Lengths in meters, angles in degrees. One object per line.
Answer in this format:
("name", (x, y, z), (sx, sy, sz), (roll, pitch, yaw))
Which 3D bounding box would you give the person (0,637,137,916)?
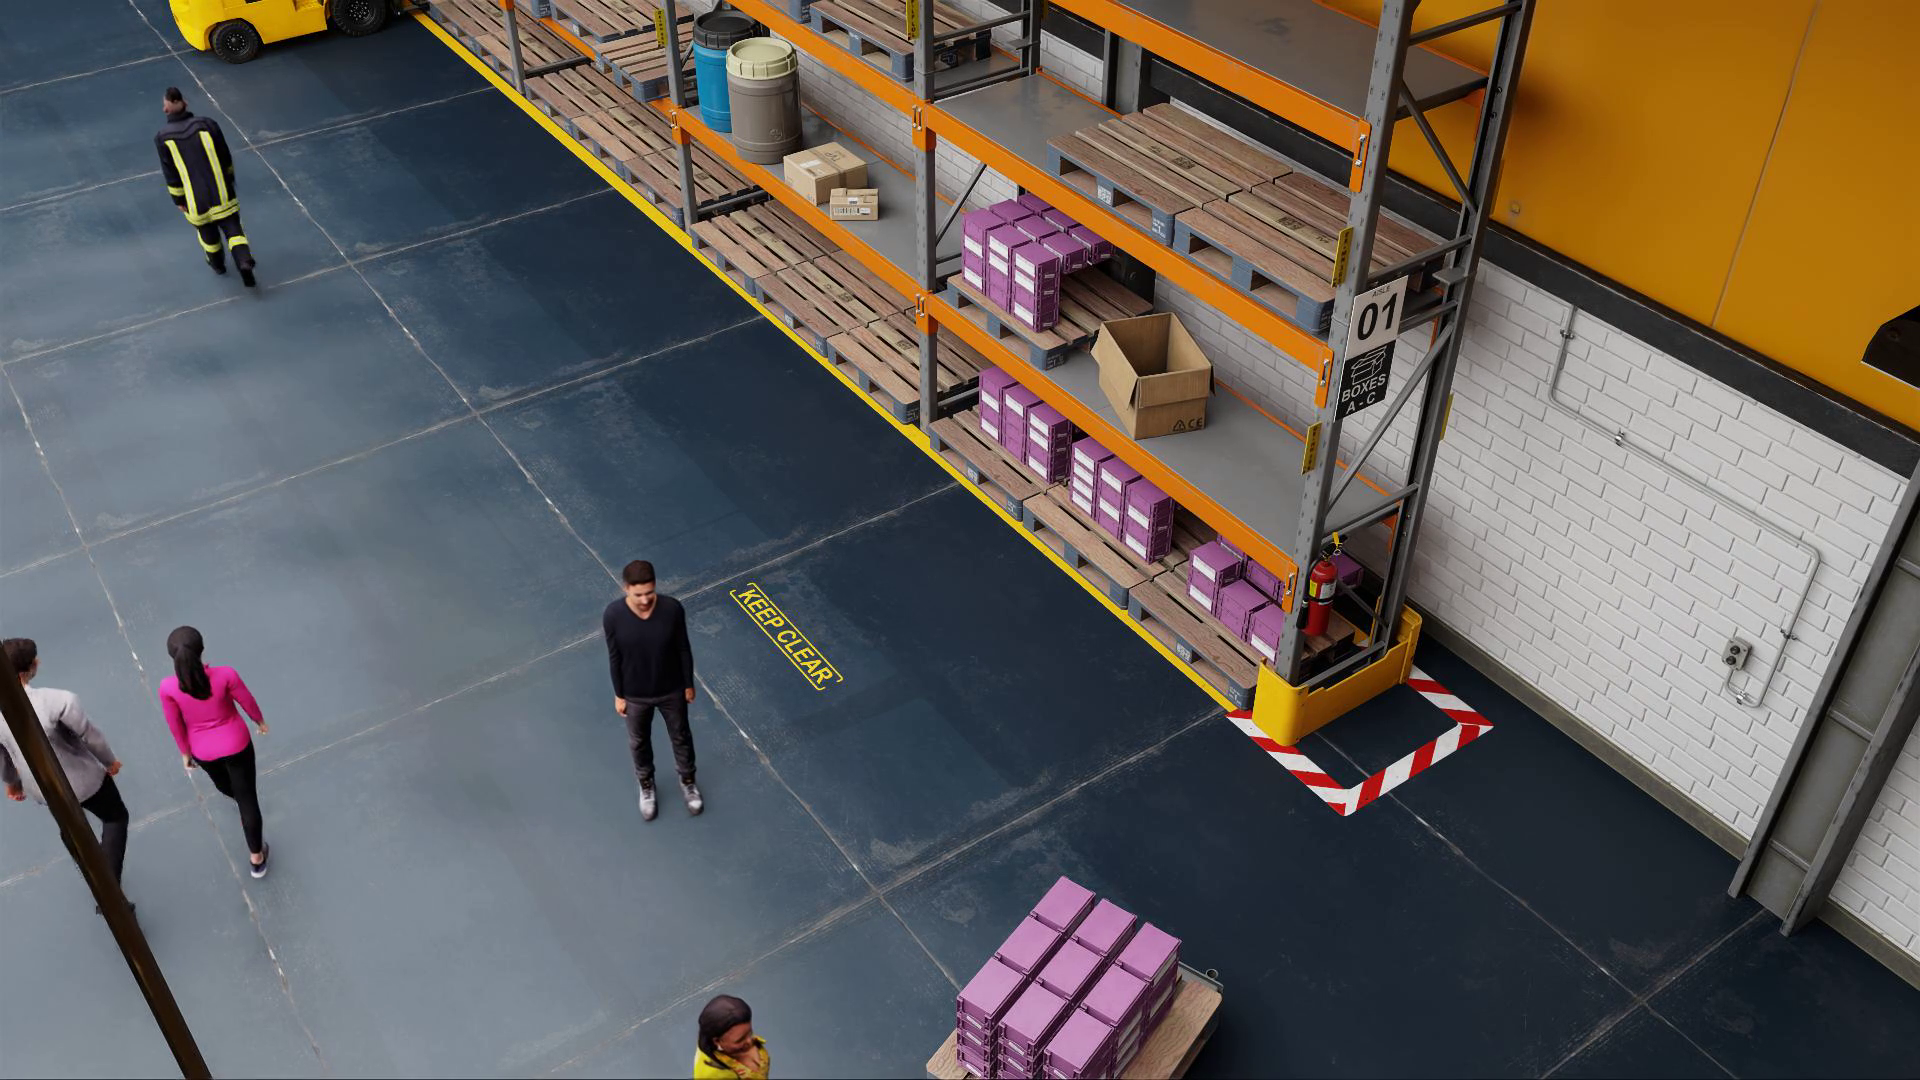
("person", (-4.842, 1.307, 8.994), (0.986, 1.925, 1.077), (-9, 40, -12))

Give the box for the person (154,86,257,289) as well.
("person", (-6.579, -3.061, 14.539), (0.797, 1.831, 1.047), (-20, 43, -23))

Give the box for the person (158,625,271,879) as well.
("person", (-4.130, 1.225, 9.301), (0.812, 1.671, 1.099), (-11, 40, -13))

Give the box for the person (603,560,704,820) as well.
("person", (-1.778, 0.840, 9.625), (0.706, 1.867, 0.690), (-8, 39, -10))

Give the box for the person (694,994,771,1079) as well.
("person", (-1.028, 2.631, 7.551), (1.059, 1.657, 0.945), (-2, 39, -3))
